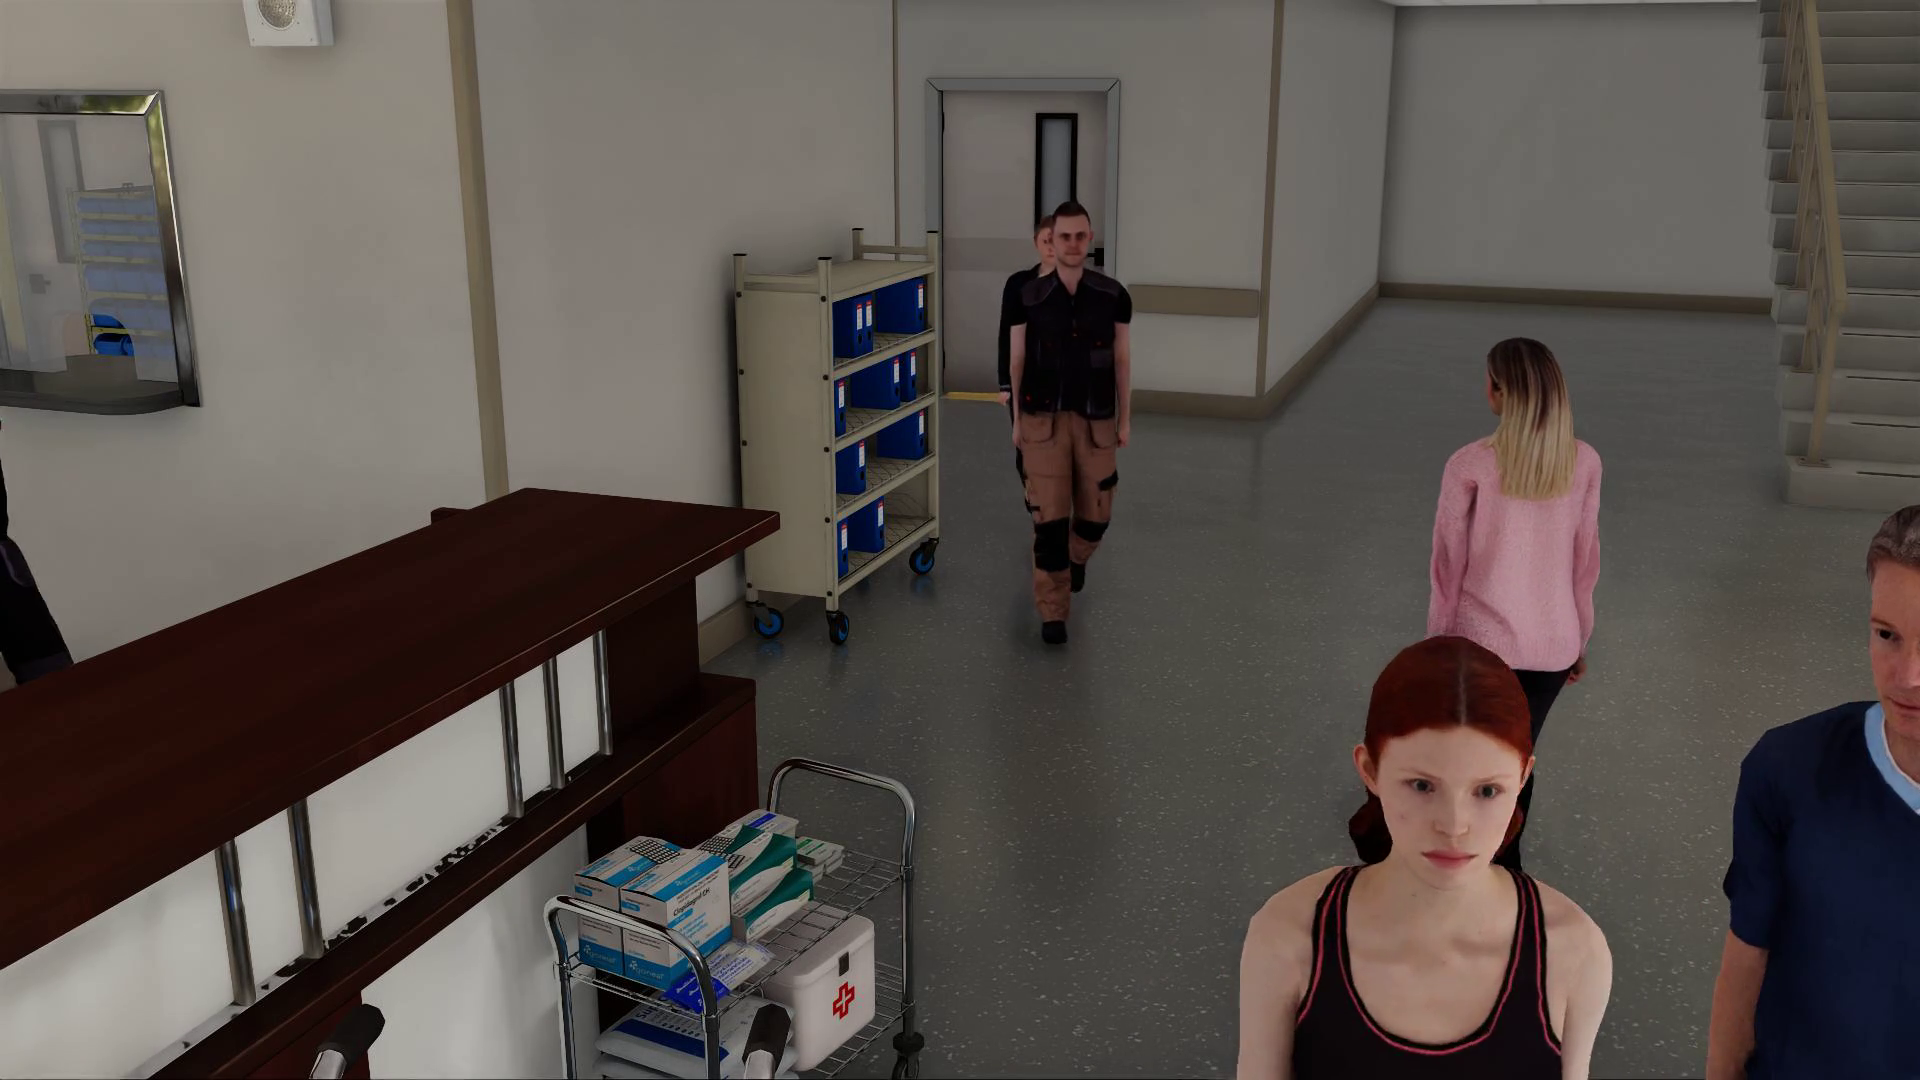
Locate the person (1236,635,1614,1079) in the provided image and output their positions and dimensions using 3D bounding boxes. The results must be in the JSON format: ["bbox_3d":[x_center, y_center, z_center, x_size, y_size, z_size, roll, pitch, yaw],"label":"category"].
[{"bbox_3d":[0.518,0.957,2.056,0.707,1.727,1.291,3,16,11],"label":"person"}]

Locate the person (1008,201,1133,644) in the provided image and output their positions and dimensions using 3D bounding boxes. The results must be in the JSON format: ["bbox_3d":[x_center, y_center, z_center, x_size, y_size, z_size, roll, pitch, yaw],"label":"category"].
[{"bbox_3d":[0.462,-0.519,7.119,0.935,1.820,1.152,-1,16,-2],"label":"person"}]

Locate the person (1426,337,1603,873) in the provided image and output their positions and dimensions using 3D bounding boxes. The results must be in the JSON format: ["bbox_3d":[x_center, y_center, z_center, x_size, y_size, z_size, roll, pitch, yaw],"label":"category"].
[{"bbox_3d":[1.484,0.322,4.425,0.864,1.664,1.091,0,16,-1],"label":"person"}]
